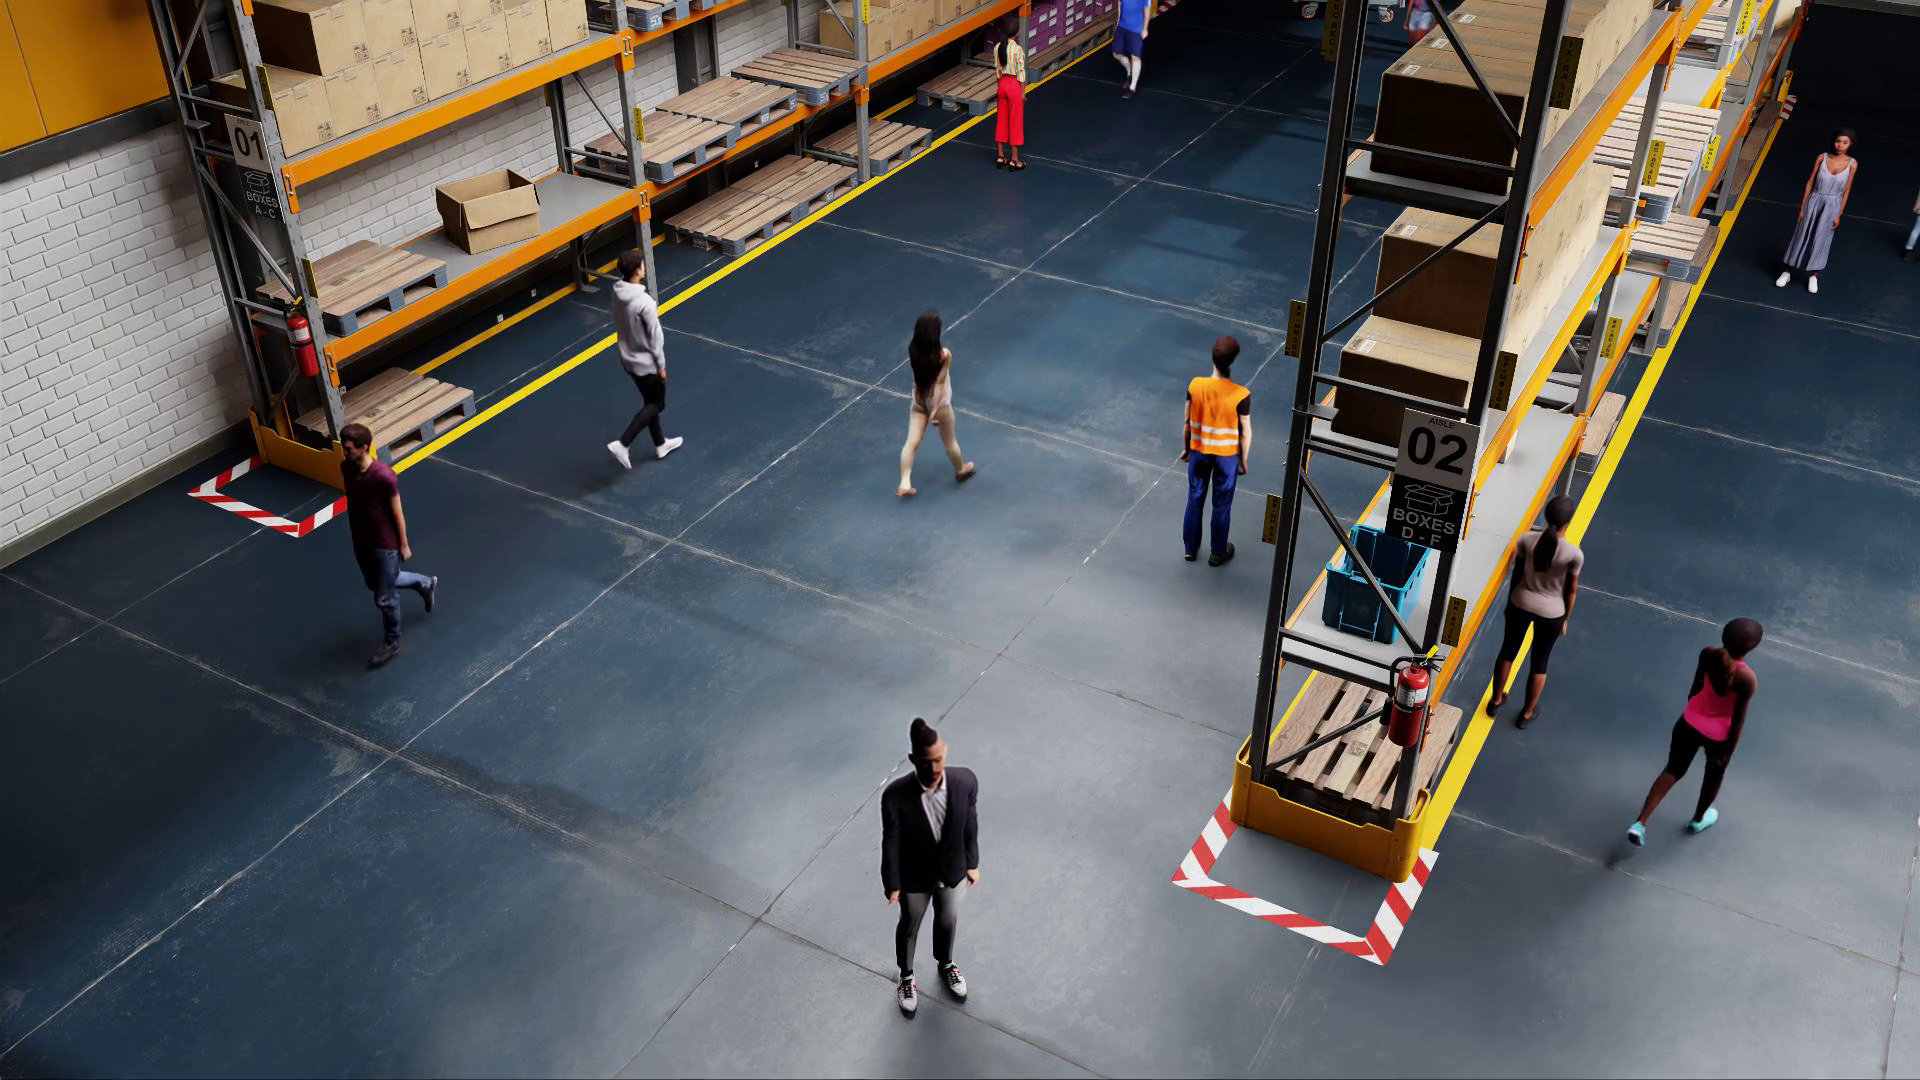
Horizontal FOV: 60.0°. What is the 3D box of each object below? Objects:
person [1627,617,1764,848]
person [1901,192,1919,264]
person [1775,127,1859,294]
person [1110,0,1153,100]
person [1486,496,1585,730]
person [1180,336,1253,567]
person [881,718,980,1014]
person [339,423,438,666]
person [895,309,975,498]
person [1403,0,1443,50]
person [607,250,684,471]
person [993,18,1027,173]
[{"bbox_3d":[4.443,1.189,10.037,1.109,1.700,0.823,-22,39,-29],"label":"person"},{"bbox_3d":[10.264,-3.507,17.559,0.480,1.194,0.456,18,37,25],"label":"person"},{"bbox_3d":[8.752,-3.364,16.891,0.568,1.696,0.527,16,37,23],"label":"person"},{"bbox_3d":[2.316,-6.763,21.881,0.744,1.833,0.769,26,41,33],"label":"person"},{"bbox_3d":[3.827,0.476,11.070,0.590,1.745,0.528,19,38,27],"label":"person"},{"bbox_3d":[1.935,-0.666,12.659,0.708,1.888,0.649,14,36,20],"label":"person"},{"bbox_3d":[-0.159,1.734,8.993,0.772,1.949,0.850,-11,35,-15],"label":"person"},{"bbox_3d":[-4.060,-0.041,11.770,0.673,1.831,0.996,18,38,25],"label":"person"},{"bbox_3d":[-0.174,-1.194,13.684,0.530,1.634,1.010,18,38,25],"label":"person"},{"bbox_3d":[6.186,-6.891,22.183,1.170,1.712,0.820,-27,42,-34],"label":"person"},{"bbox_3d":[-2.720,-1.455,13.832,0.812,1.904,1.097,27,42,34],"label":"person"},{"bbox_3d":[0.591,-5.261,19.657,0.625,1.794,0.571,24,40,31],"label":"person"}]
